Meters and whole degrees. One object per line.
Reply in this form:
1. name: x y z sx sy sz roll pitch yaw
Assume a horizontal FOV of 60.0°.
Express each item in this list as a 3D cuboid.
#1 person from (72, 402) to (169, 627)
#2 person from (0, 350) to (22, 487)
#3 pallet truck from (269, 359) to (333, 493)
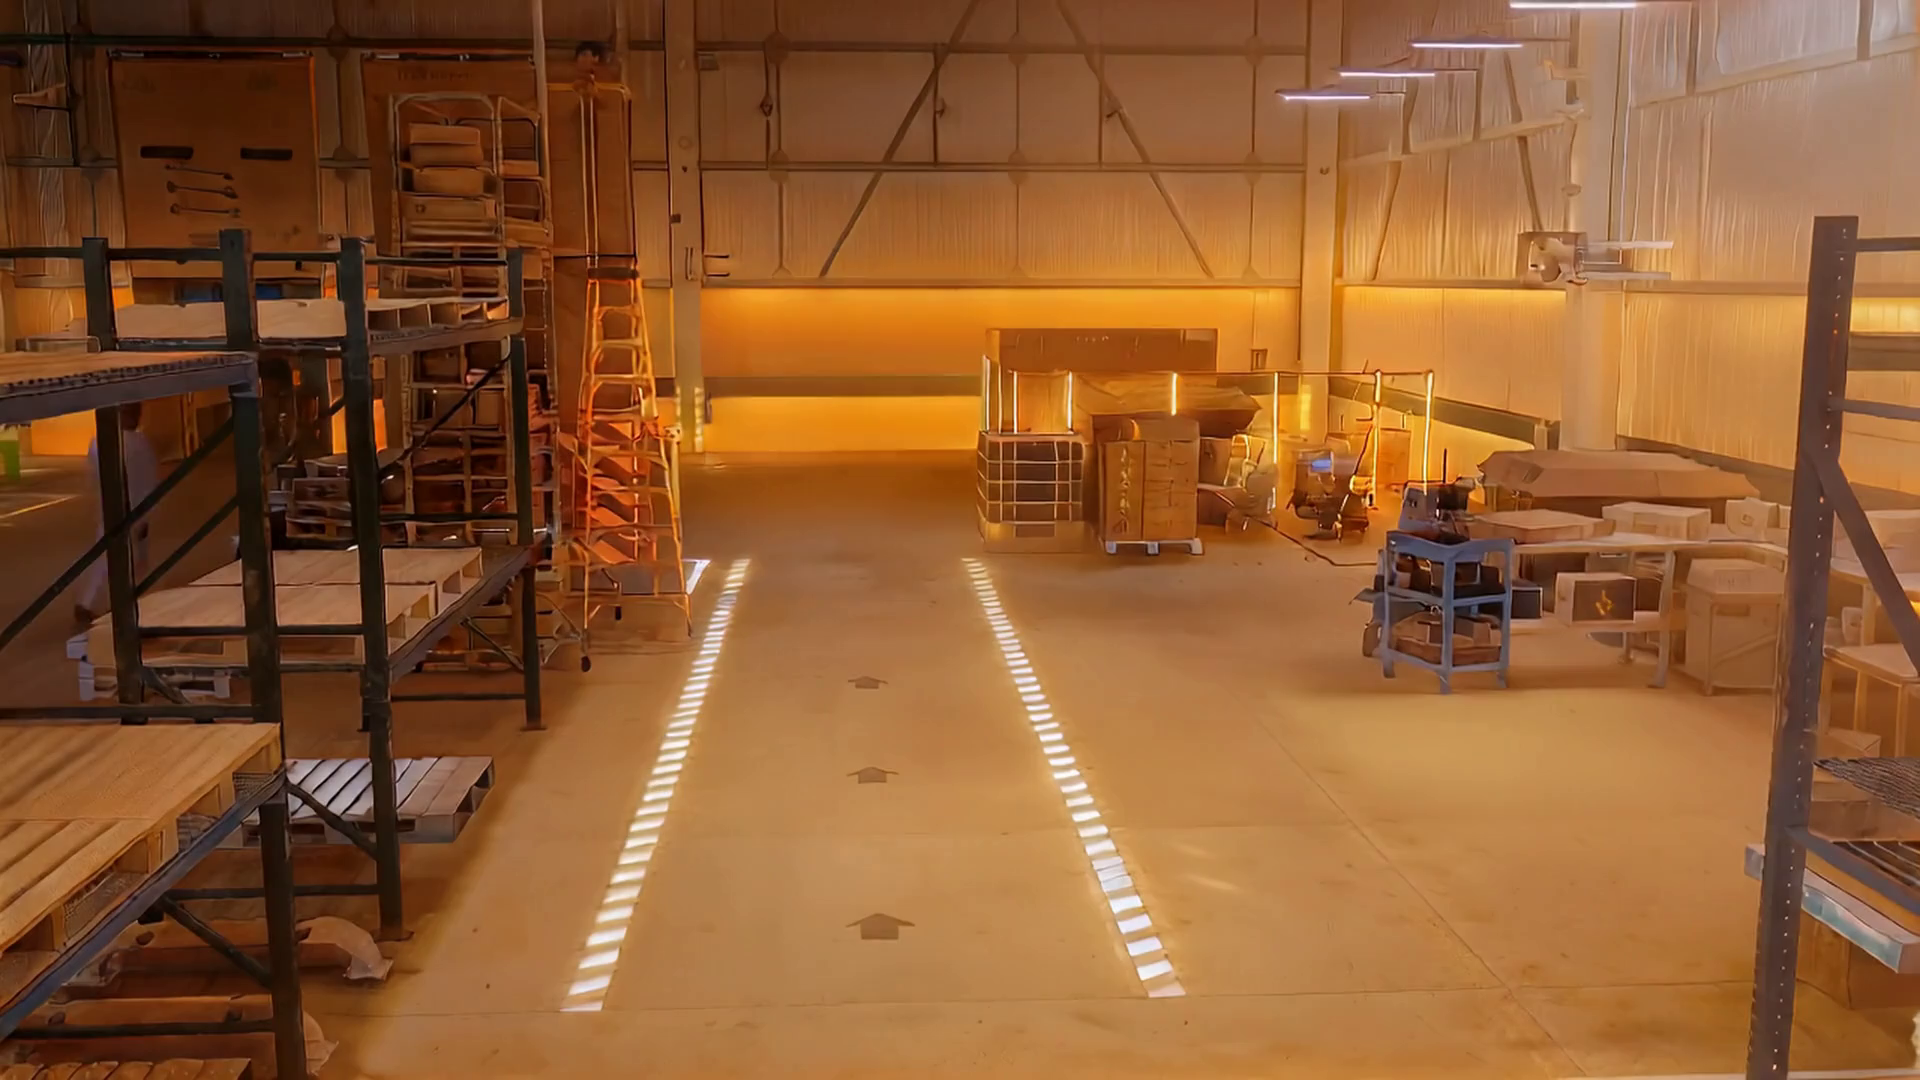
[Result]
1. person: -6.915 -0.236 13.728 0.644 1.904 1.001 3 9 17
2. person: -13.106 -1.686 22.701 0.544 1.930 0.388 9 12 43
3. pallet truck: -7.062 -1.131 18.996 1.885 1.965 0.823 2 9 13
